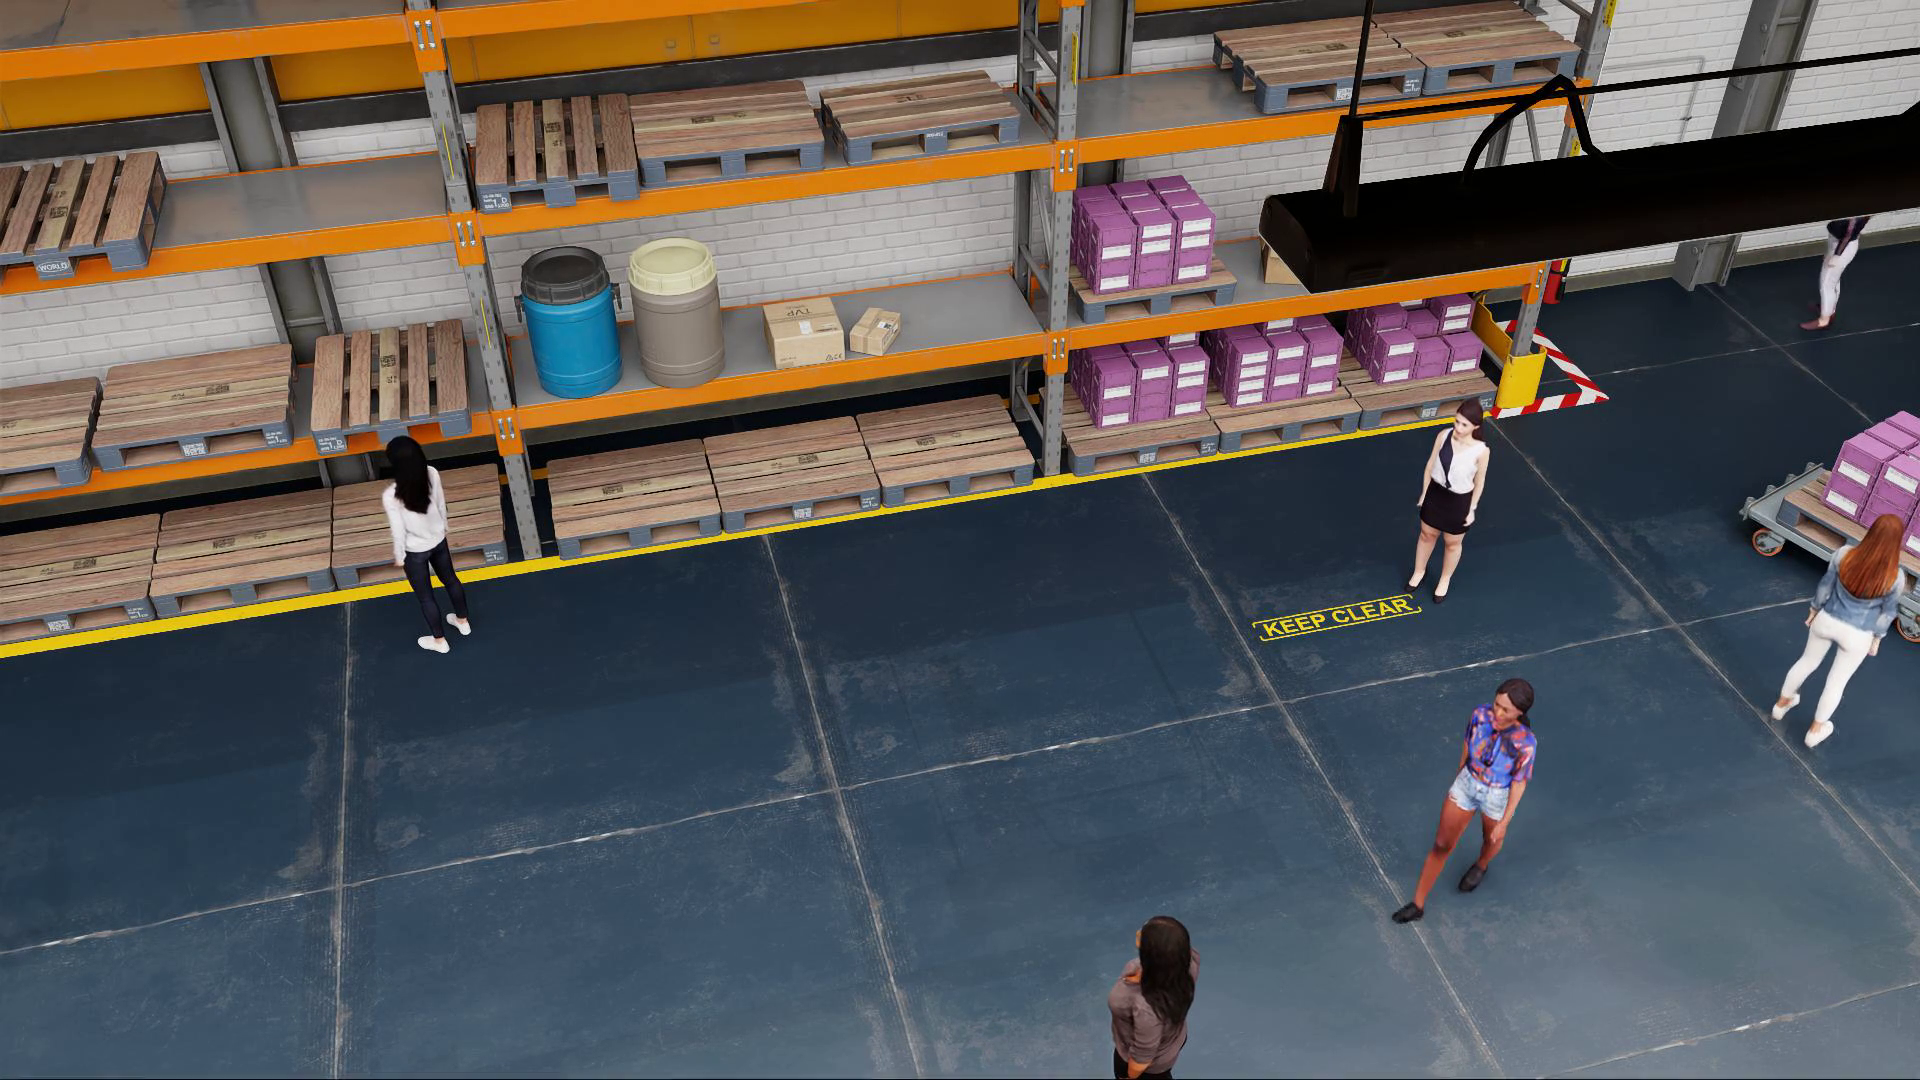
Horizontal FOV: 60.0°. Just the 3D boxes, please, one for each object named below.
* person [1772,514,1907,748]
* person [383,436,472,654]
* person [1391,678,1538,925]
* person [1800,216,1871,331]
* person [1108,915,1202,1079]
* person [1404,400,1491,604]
[{"bbox_3d":[5.489,0.567,10.337,0.708,1.696,0.707,-30,48,-32],"label":"person"},{"bbox_3d":[-3.550,0.021,11.019,0.761,1.697,0.698,20,43,24],"label":"person"},{"bbox_3d":[2.988,1.399,9.287,1.156,1.707,0.932,-30,47,-32],"label":"person"},{"bbox_3d":[7.579,-2.497,14.267,0.820,1.579,0.790,27,46,29],"label":"person"},{"bbox_3d":[0.918,2.415,7.906,0.803,1.842,0.746,19,42,22],"label":"person"},{"bbox_3d":[3.360,-0.258,11.409,0.638,1.647,0.679,25,45,28],"label":"person"}]
